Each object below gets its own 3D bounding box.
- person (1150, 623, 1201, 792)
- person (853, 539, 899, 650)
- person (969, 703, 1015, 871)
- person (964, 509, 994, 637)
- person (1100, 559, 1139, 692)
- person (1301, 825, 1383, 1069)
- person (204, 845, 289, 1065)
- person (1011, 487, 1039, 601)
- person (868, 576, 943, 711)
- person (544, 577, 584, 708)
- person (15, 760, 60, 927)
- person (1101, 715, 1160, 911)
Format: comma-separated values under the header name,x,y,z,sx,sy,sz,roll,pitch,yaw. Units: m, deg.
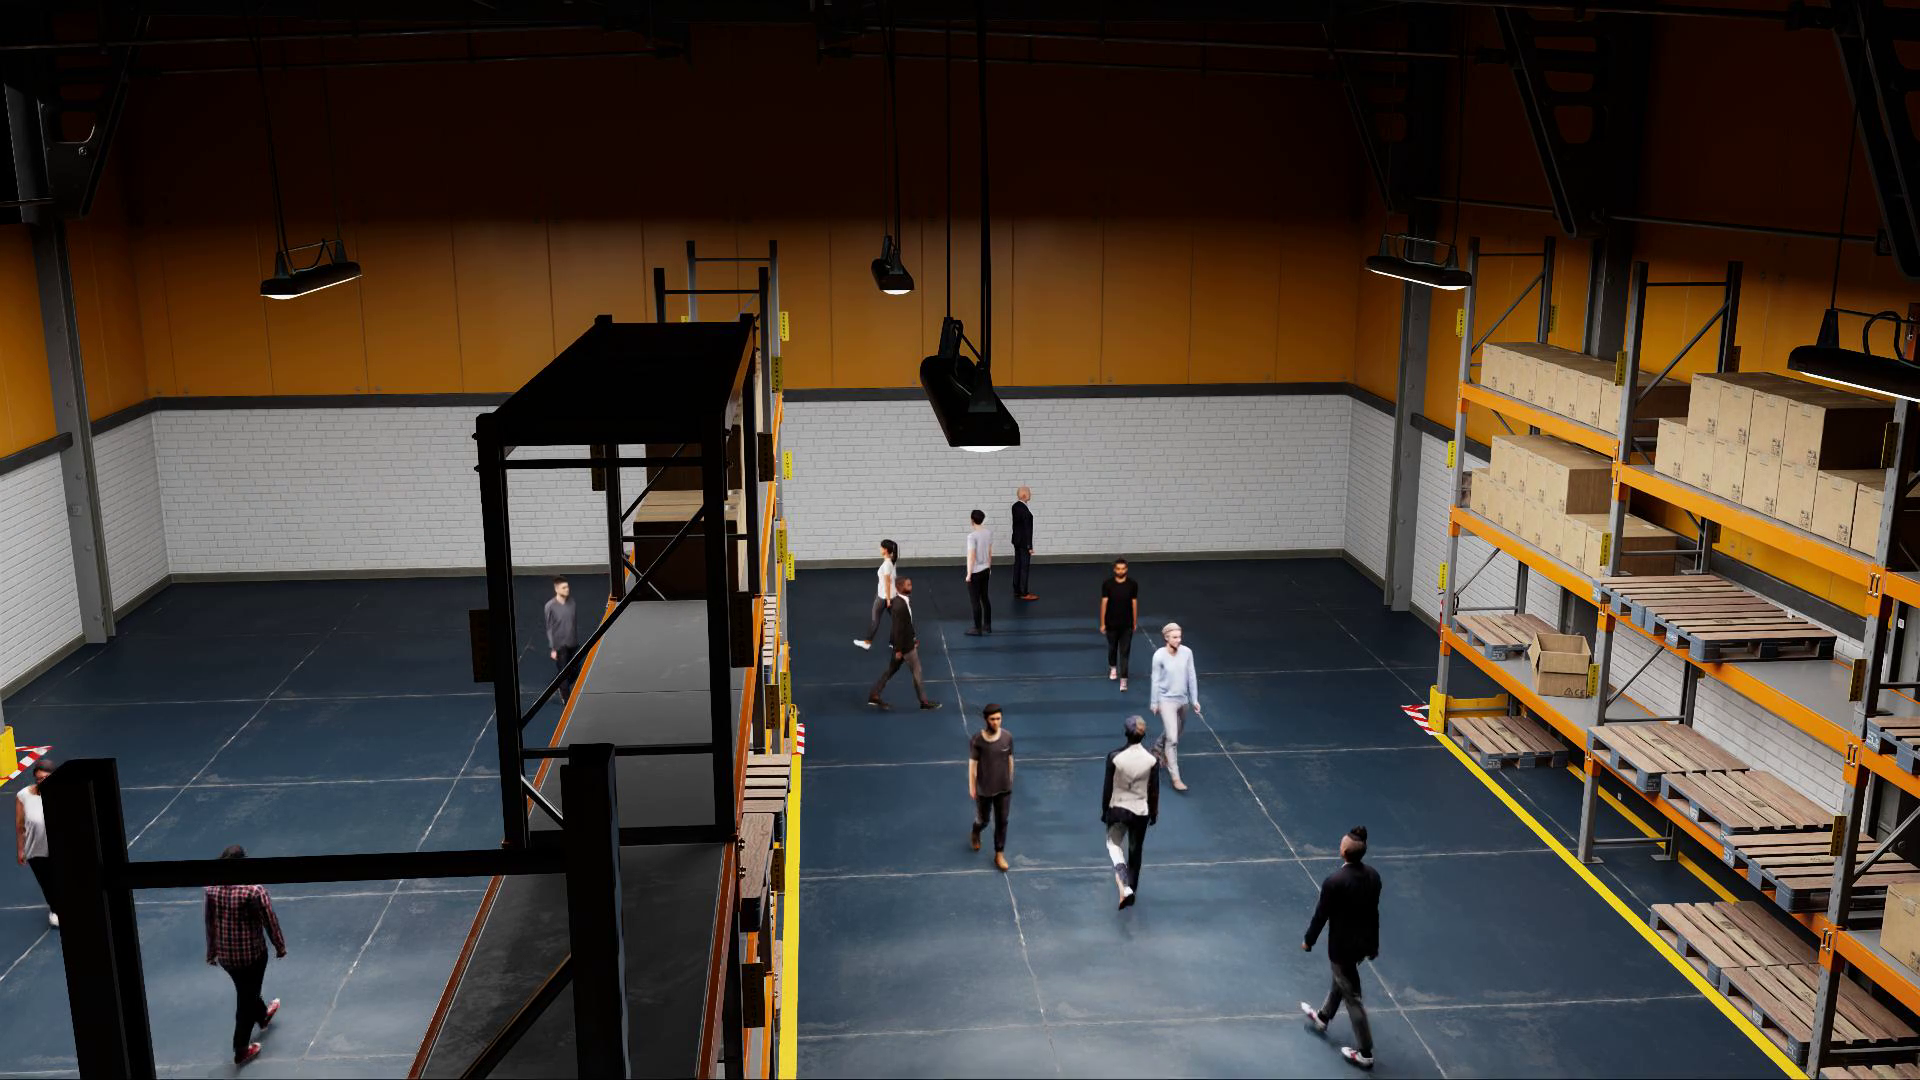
name,x,y,z,sx,sy,sz,roll,pitch,yaw
person,2.359,1.823,18.759,0.925,1.857,1.322,-6,15,-22
person,-0.949,0.794,23.527,0.828,1.612,0.973,3,14,11
person,0.306,2.420,16.629,0.739,1.699,0.931,-5,14,-18
person,0.277,0.471,24.328,0.783,1.863,0.722,11,18,39
person,2.101,1.094,22.077,0.772,1.712,1.201,1,14,4
person,3.105,3.195,12.977,1.047,1.912,1.220,-10,17,-34
person,-5.675,3.266,13.051,0.905,1.739,1.108,3,14,11
person,0.987,0.036,26.258,0.800,1.801,0.637,-6,15,-22
person,-0.814,1.333,20.991,0.732,1.759,1.089,-1,14,-5
person,-5.032,1.328,21.026,0.968,1.752,0.902,12,18,40
person,-8.306,2.790,15.208,0.876,1.649,1.154,-5,15,-21
person,1.591,2.585,15.555,0.689,1.883,0.886,-1,14,-4
